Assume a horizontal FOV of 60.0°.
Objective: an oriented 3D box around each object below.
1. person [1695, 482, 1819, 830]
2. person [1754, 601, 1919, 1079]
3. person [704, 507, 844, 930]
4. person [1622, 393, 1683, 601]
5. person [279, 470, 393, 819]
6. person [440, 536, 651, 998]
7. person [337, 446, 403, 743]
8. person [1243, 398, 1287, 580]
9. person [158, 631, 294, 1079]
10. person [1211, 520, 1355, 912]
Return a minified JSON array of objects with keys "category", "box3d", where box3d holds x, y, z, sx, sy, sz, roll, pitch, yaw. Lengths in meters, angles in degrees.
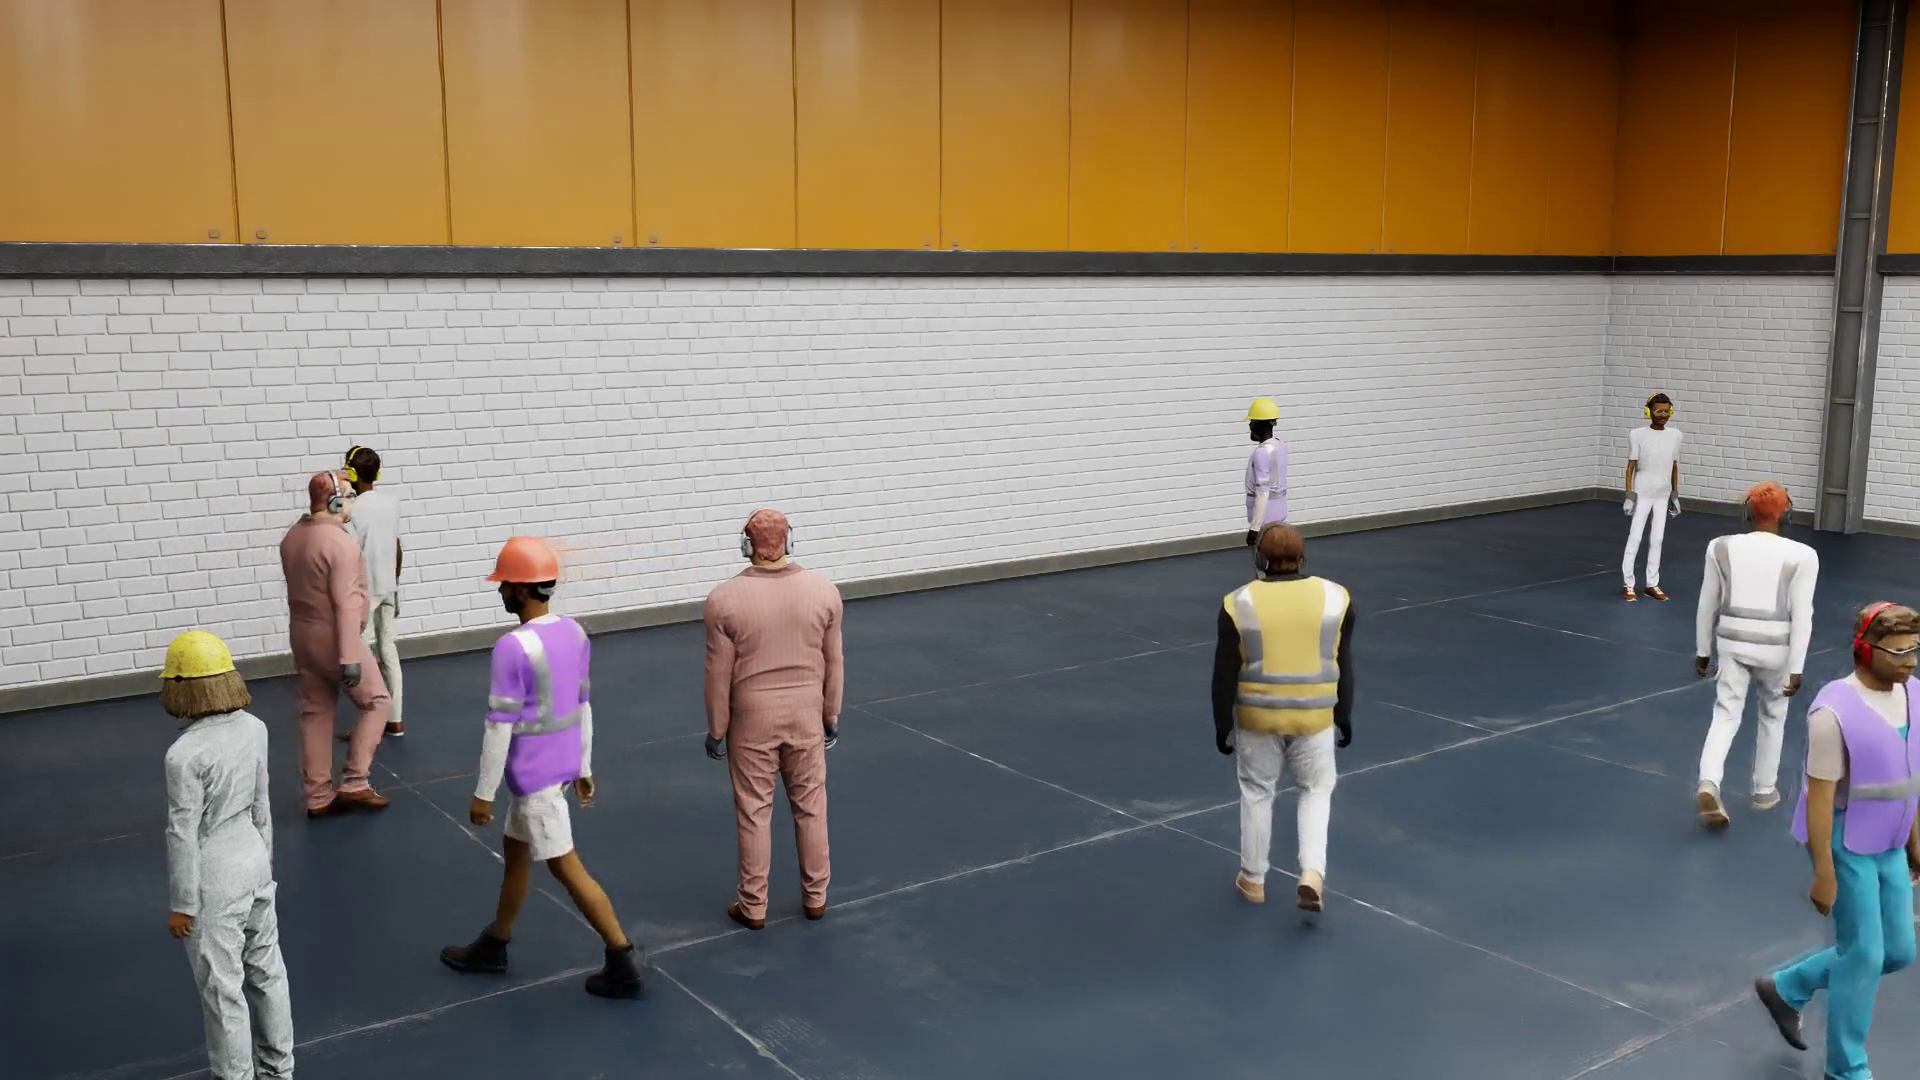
[{"category":"person","box3d":[4.204,0.609,8.877,0.587,1.846,0.942,7,12,38]},{"category":"person","box3d":[3.158,1.093,5.909,0.592,1.820,0.522,-6,11,-34]},{"category":"person","box3d":[-0.842,0.798,7.486,0.638,1.906,0.407,-4,10,-21]},{"category":"person","box3d":[6.193,-0.381,14.863,0.516,1.871,0.325,-1,9,-5]},{"category":"person","box3d":[-3.335,0.560,8.995,0.678,1.883,0.569,7,12,38]},{"category":"person","box3d":[-1.699,0.922,6.766,0.985,1.899,0.554,2,9,12]},{"category":"person","box3d":[-3.710,0.345,10.398,0.361,1.860,0.583,5,10,27]},{"category":"person","box3d":[2.446,-0.181,13.450,0.369,1.927,0.588,4,10,23]},{"category":"person","box3d":[-2.556,1.168,5.727,0.323,1.736,0.484,2,9,9]},{"category":"person","box3d":[1.474,0.815,7.614,0.660,1.826,0.618,0,9,3]}]
